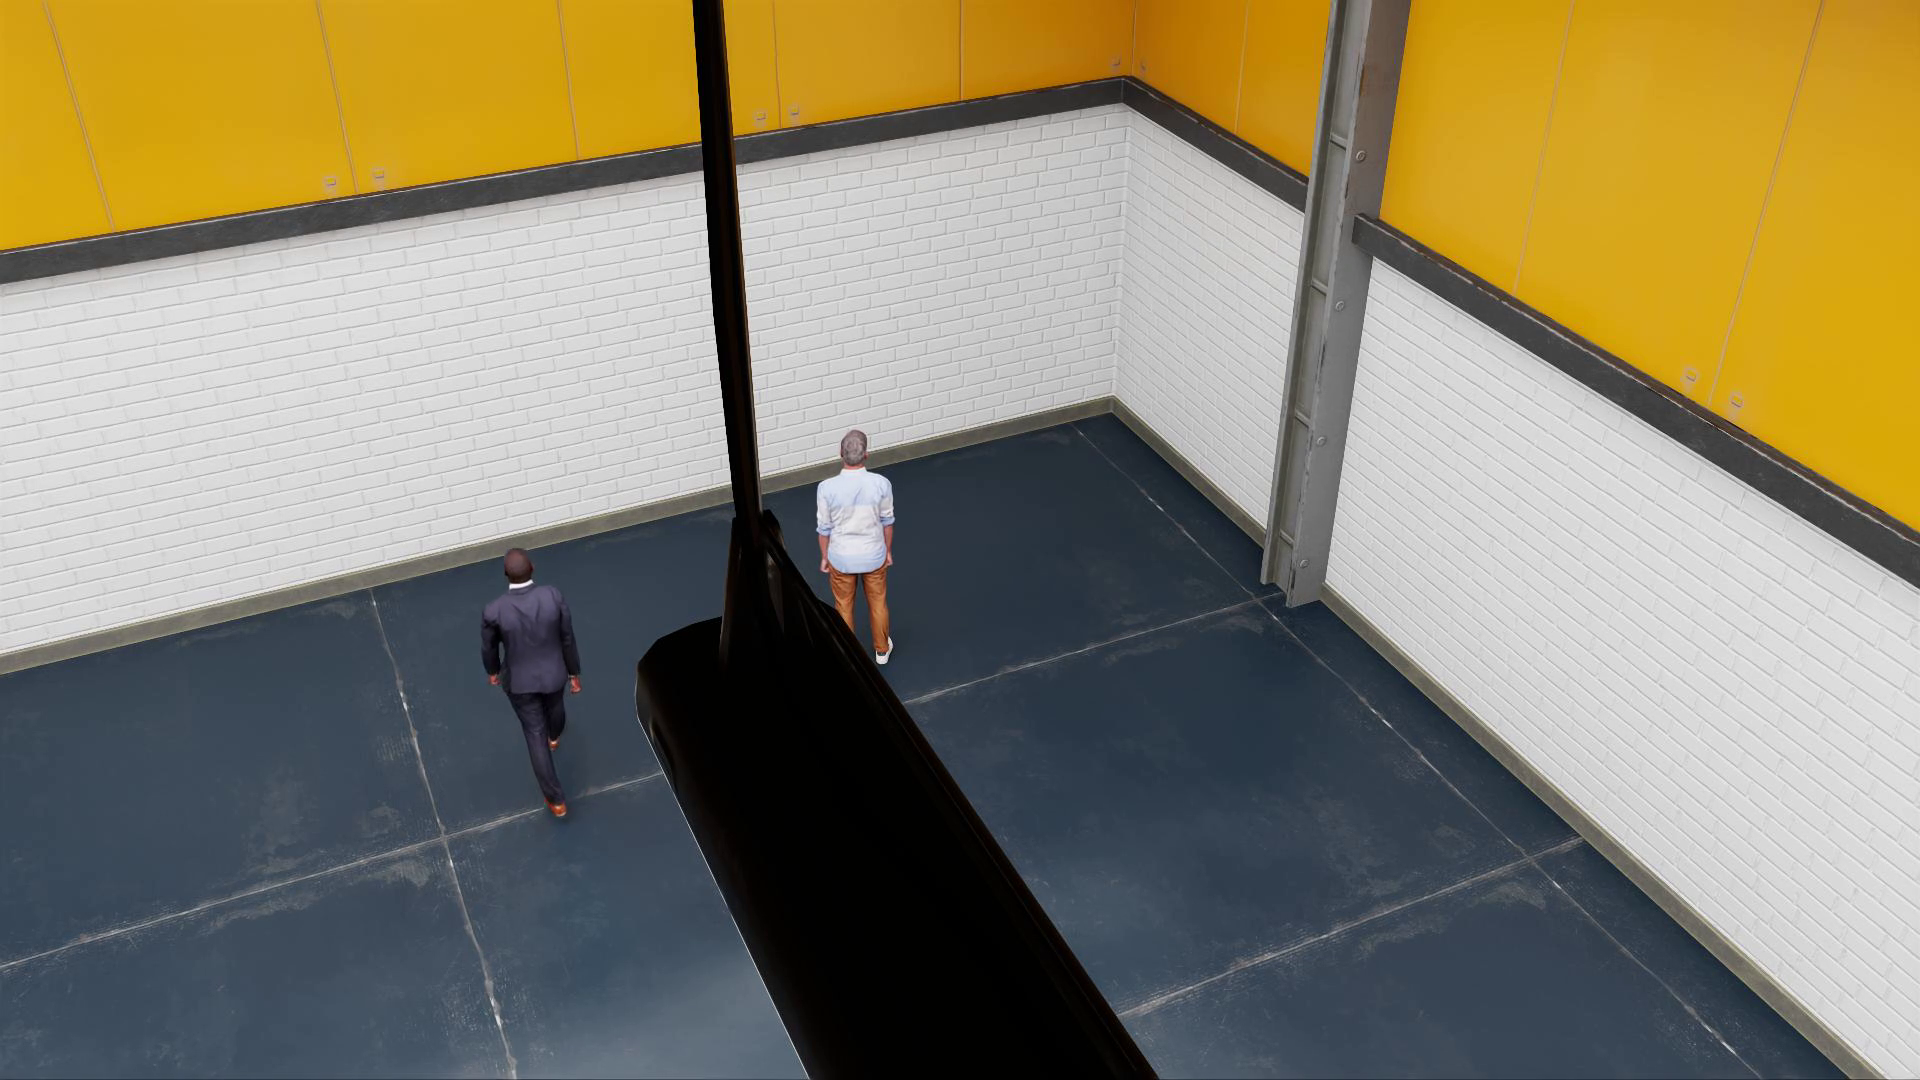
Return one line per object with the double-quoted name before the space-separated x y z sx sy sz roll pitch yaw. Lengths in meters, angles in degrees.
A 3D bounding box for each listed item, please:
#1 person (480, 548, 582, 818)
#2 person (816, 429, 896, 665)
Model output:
"person" -2.581 0.900 10.175 0.748 1.775 1.183 -12 36 -18
"person" -0.702 0.076 11.369 0.750 1.826 0.673 -5 34 -7
